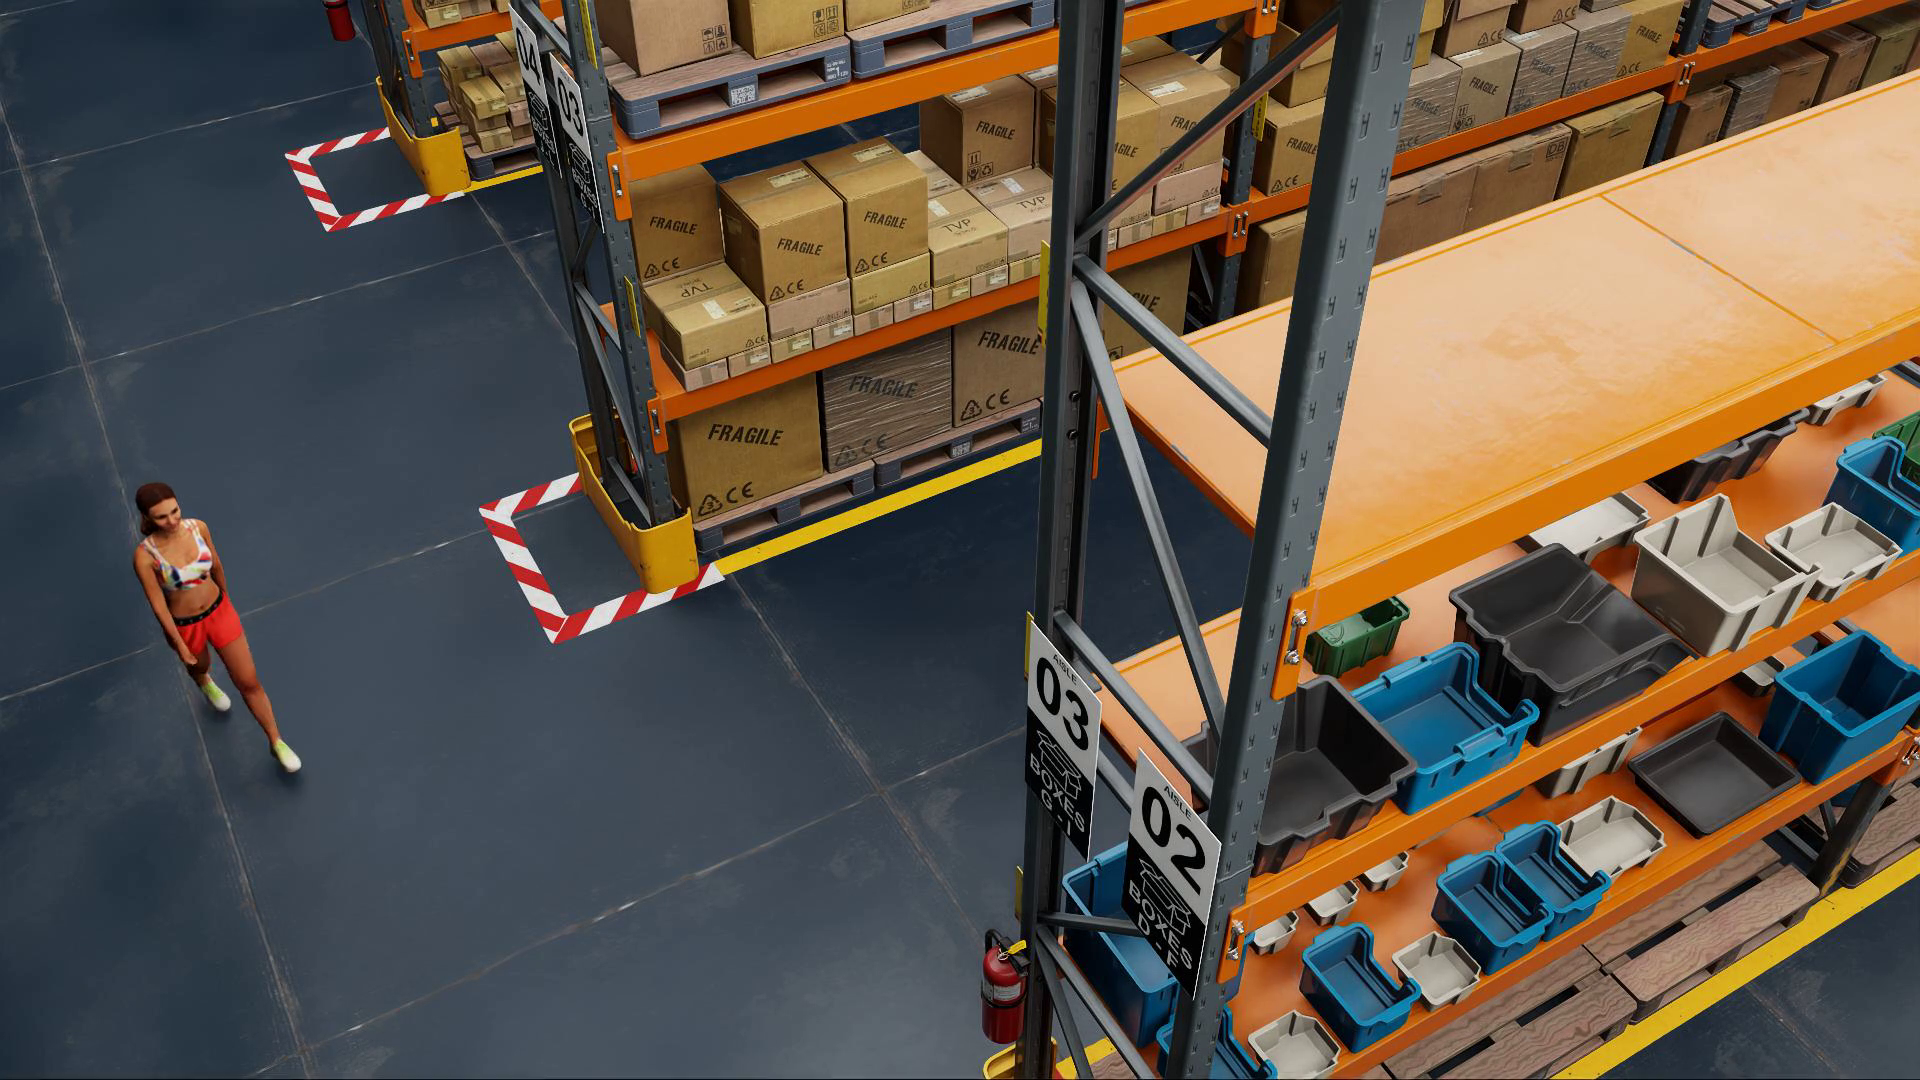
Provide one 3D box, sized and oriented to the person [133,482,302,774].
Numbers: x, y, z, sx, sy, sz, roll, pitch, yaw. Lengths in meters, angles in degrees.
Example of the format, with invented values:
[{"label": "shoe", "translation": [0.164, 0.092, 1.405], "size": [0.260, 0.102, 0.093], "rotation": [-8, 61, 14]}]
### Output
[{"label": "person", "translation": [-3.894, 0.382, 8.416], "size": [0.860, 1.755, 1.150], "rotation": [32, 52, 29]}]
